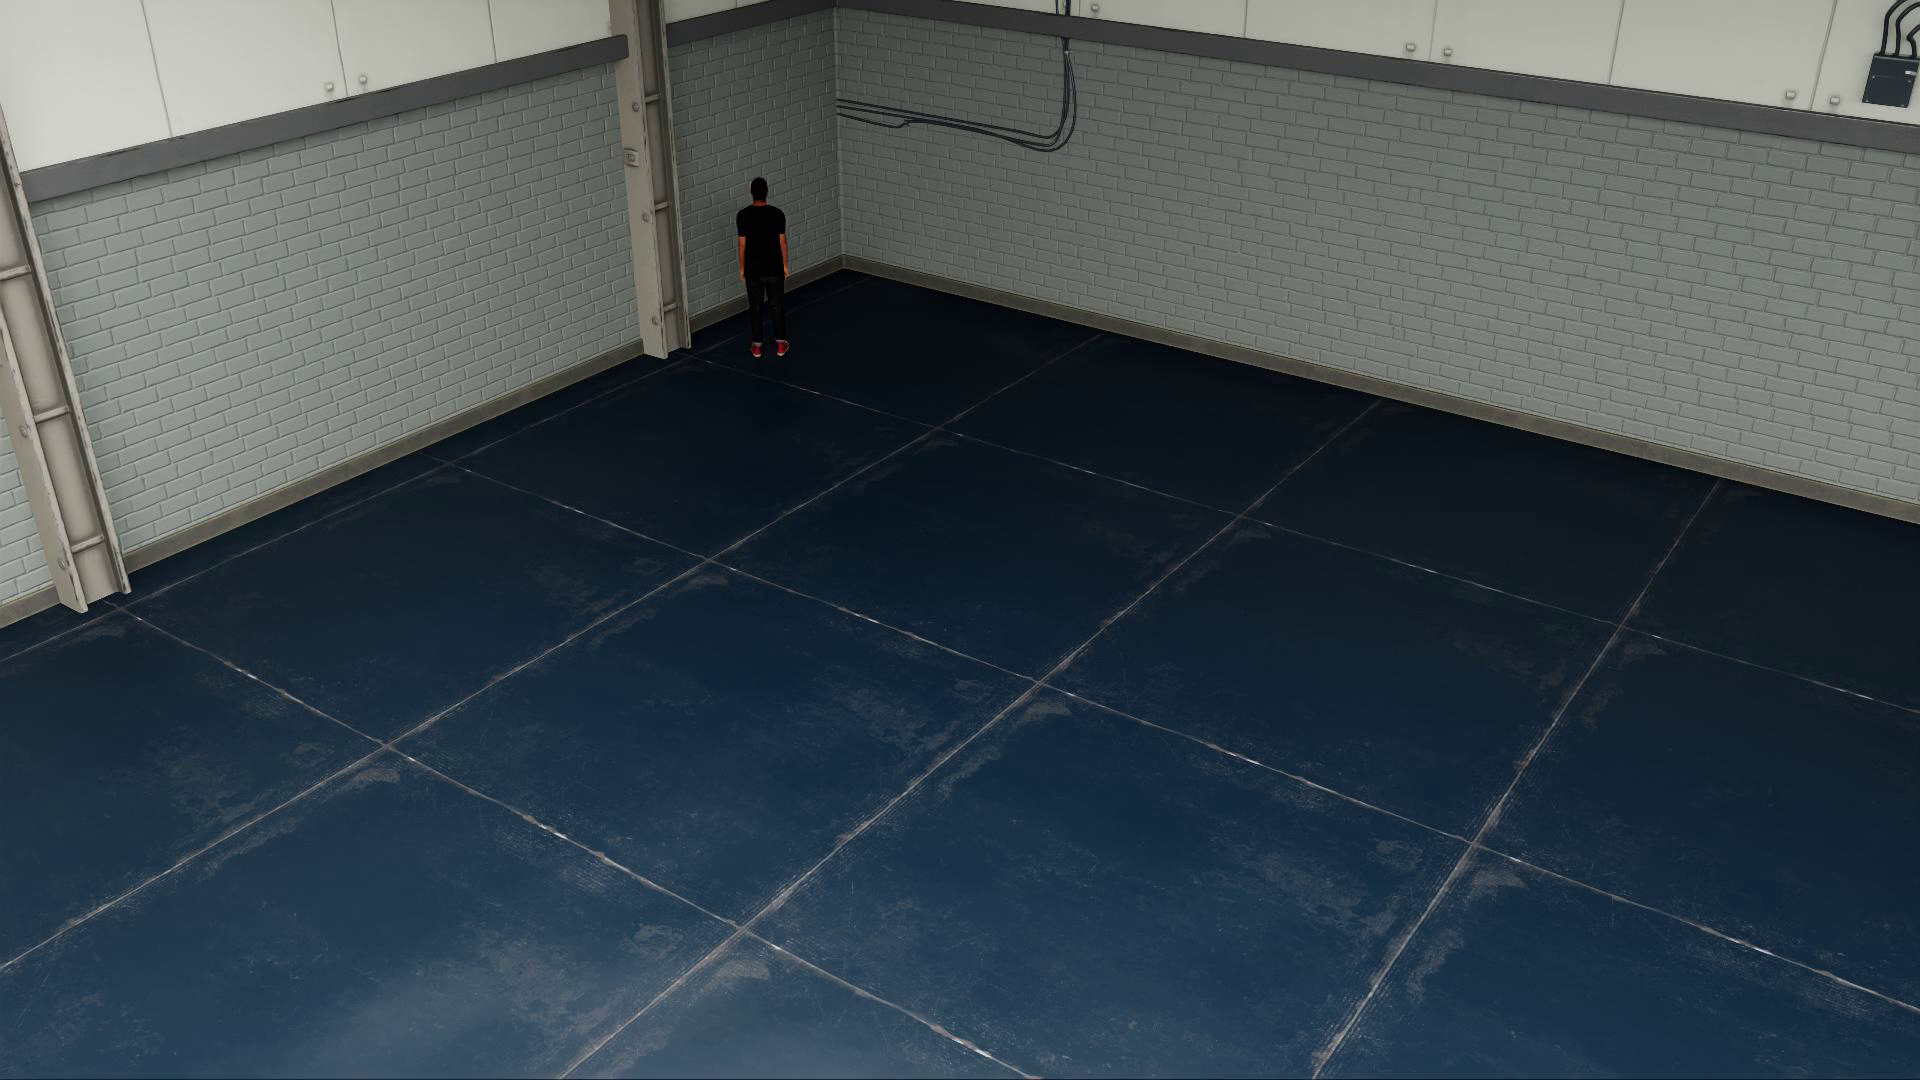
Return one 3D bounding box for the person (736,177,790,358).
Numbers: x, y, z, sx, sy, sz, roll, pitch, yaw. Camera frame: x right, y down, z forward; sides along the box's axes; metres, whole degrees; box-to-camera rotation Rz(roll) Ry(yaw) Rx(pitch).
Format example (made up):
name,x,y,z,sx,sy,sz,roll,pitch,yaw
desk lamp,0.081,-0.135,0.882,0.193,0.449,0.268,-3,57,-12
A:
name,x,y,z,sx,sy,sz,roll,pitch,yaw
person,-1.899,-2.636,16.081,0.719,1.758,0.768,-3,28,-6
